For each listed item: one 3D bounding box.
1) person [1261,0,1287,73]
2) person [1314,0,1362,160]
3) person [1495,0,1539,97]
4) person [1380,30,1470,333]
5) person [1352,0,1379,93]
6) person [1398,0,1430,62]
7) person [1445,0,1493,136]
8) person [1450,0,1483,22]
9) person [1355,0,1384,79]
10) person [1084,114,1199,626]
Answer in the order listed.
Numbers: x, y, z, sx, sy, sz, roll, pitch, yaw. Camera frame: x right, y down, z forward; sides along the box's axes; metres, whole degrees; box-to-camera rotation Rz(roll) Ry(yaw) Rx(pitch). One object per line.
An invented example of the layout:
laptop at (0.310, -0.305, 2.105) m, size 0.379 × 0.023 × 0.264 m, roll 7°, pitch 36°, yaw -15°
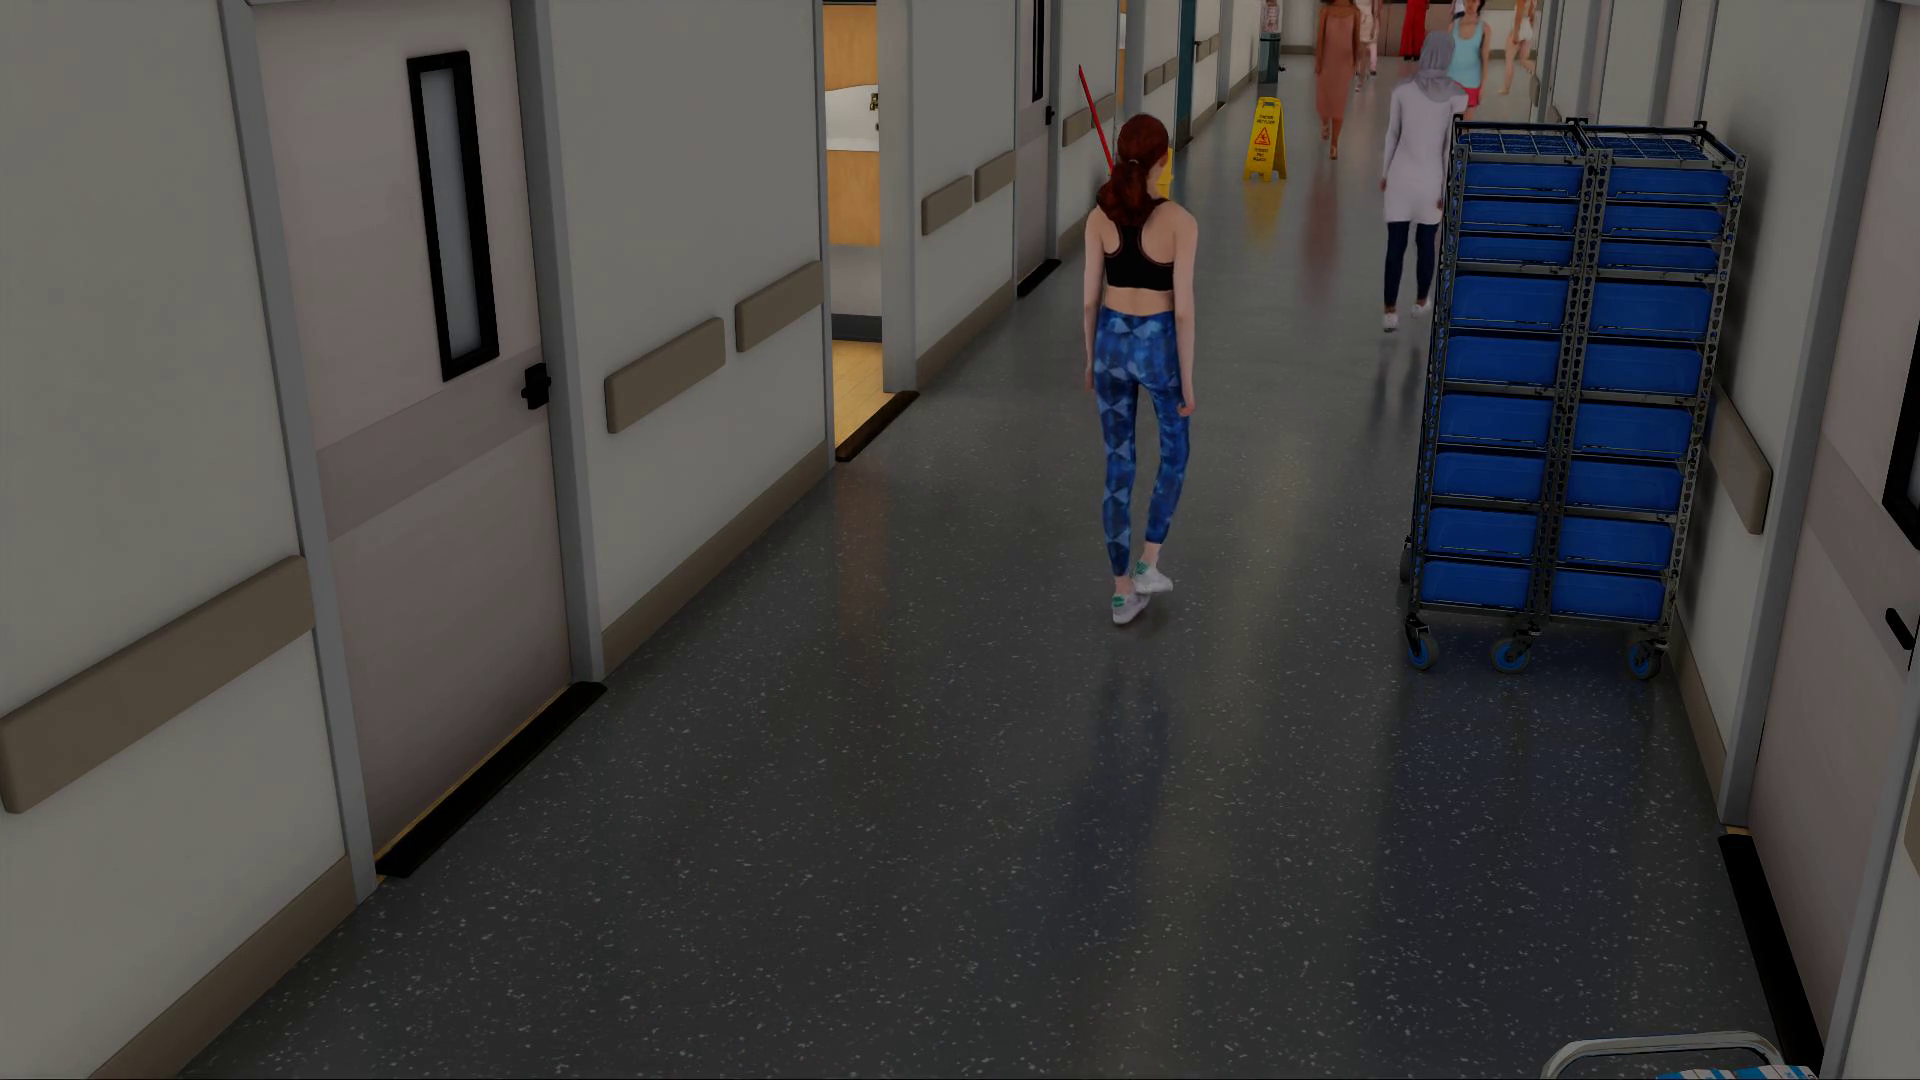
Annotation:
person at (4.814, -8.016, 26.184) m, size 0.866 × 1.273 × 0.981 m, roll -9°, pitch 23°, yaw -23°
person at (3.851, -4.846, 17.046) m, size 0.590 × 1.817 × 0.894 m, roll 4°, pitch 21°, yaw 11°
person at (7.688, -6.831, 22.559) m, size 0.958 × 1.623 × 0.968 m, roll -15°, pitch 25°, yaw -35°
person at (2.667, -2.066, 9.813) m, size 0.745 × 1.740 × 1.160 m, roll 9°, pitch 23°, yaw 23°
person at (5.683, -7.158, 23.280) m, size 0.719 × 1.724 × 0.759 m, roll 18°, pitch 27°, yaw 39°
person at (7.766, -9.093, 28.298) m, size 0.788 × 1.790 × 0.748 m, roll -15°, pitch 26°, yaw -35°
person at (4.706, -4.227, 15.520) m, size 0.735 × 1.740 × 0.955 m, roll 11°, pitch 23°, yaw 26°
person at (8.075, -8.413, 26.463) m, size 0.802 × 1.818 × 0.955 m, roll 0°, pitch 21°, yaw 1°
person at (6.253, -7.878, 25.407) m, size 0.537 × 1.565 × 0.517 m, roll 4°, pitch 21°, yaw 10°
person at (0.591, -0.539, 5.732) m, size 0.632 × 1.776 × 0.681 m, roll 9°, pitch 22°, yaw 22°
